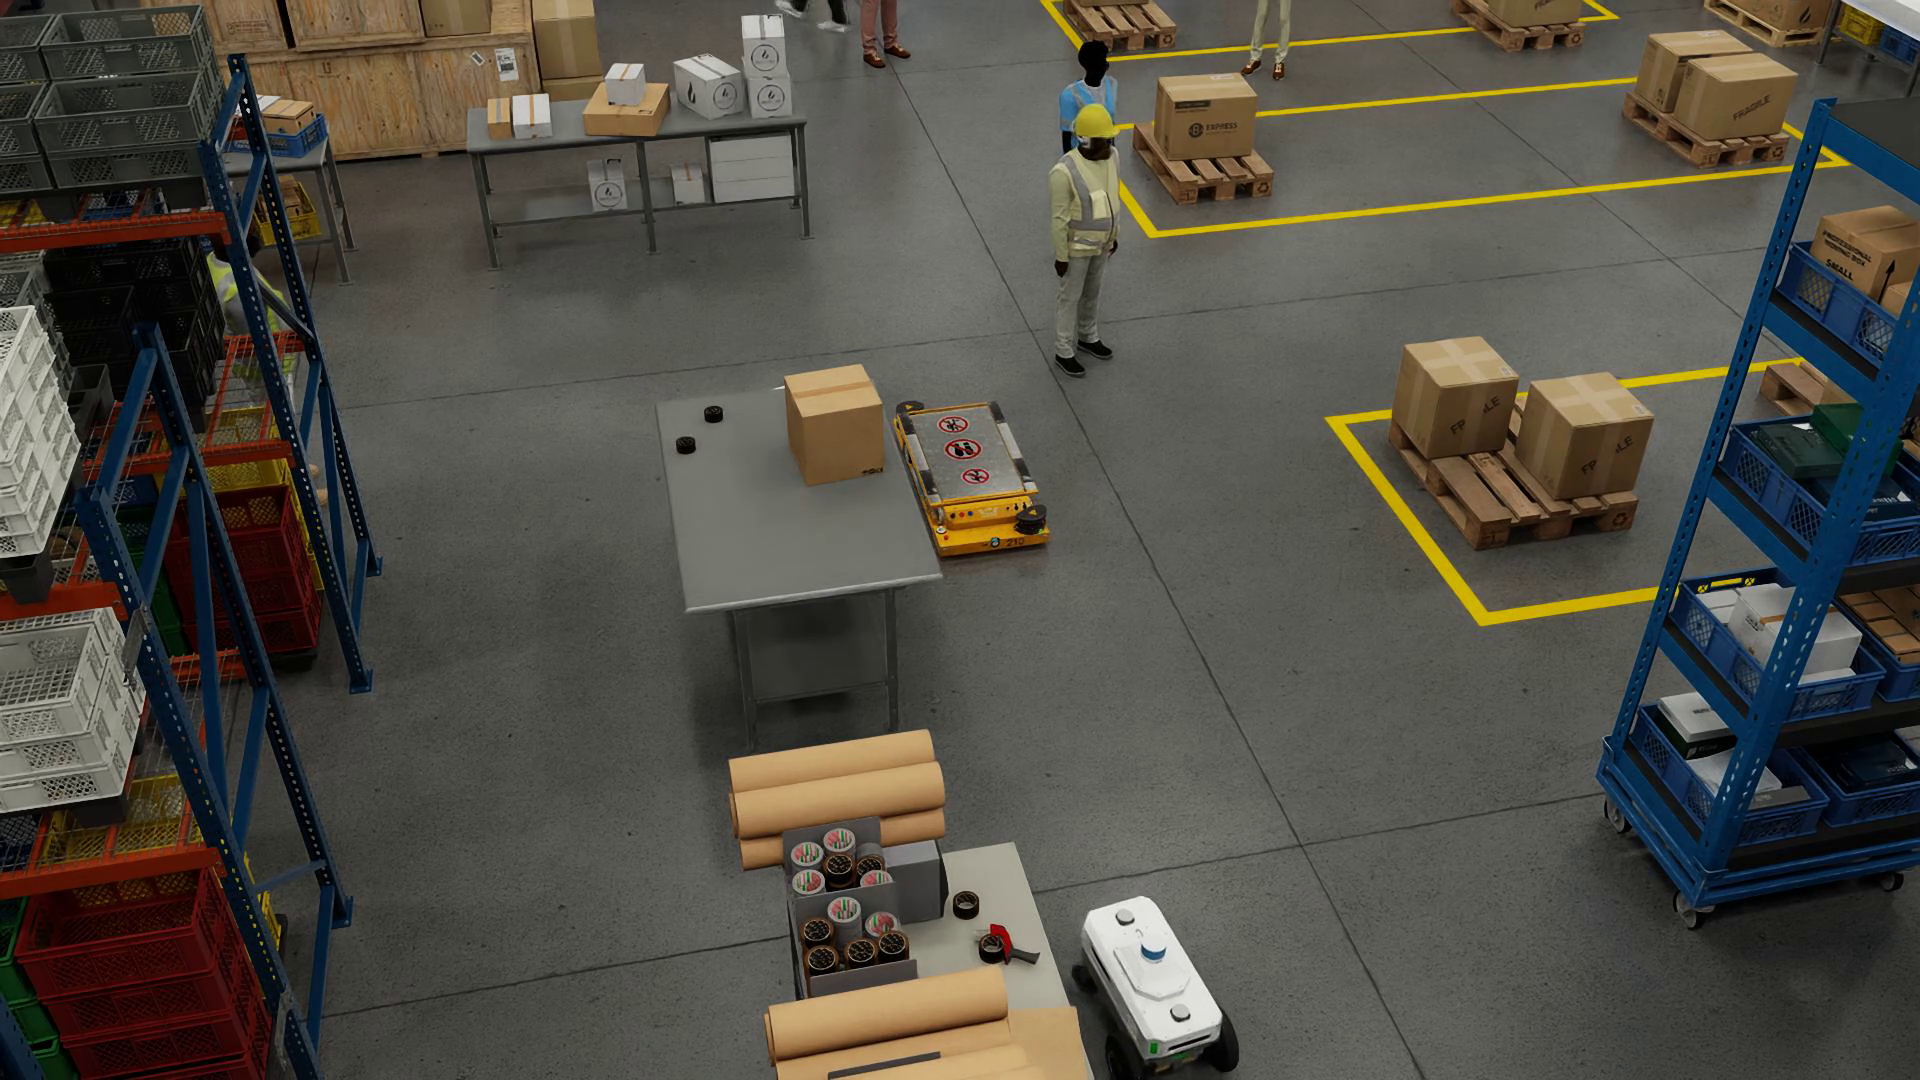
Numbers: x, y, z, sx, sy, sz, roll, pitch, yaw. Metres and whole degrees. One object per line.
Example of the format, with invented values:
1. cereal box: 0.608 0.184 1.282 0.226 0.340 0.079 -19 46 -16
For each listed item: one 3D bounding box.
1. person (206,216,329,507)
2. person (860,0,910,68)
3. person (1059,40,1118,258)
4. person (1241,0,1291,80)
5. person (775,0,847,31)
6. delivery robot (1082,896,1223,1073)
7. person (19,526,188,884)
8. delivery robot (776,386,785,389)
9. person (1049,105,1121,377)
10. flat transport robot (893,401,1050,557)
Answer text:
1. person: -4.014 -1.031 9.609 0.429 1.843 0.627 -21 42 -26
2. person: -0.715 -5.361 15.386 0.401 1.899 0.633 30 46 34
3. person: 0.936 -2.809 12.118 0.533 1.697 0.319 -26 44 -31
4. person: 2.883 -5.136 15.108 0.509 1.867 0.328 14 39 18
5. person: -1.495 -5.926 16.156 0.884 1.884 0.607 13 39 17
6. delivery robot: 0.777 1.799 6.801 0.477 0.478 0.707 -13 38 -16
7. person: -3.591 0.758 7.137 0.628 1.932 0.371 14 39 18
8. delivery robot: -0.976 -0.677 10.129 0.477 0.478 0.707 -19 41 -24
9. person: 0.834 -1.959 10.867 0.404 1.831 0.603 29 45 33
10. flat transport robot: 0.046 -0.430 10.108 0.652 0.197 1.431 -8 37 -10
